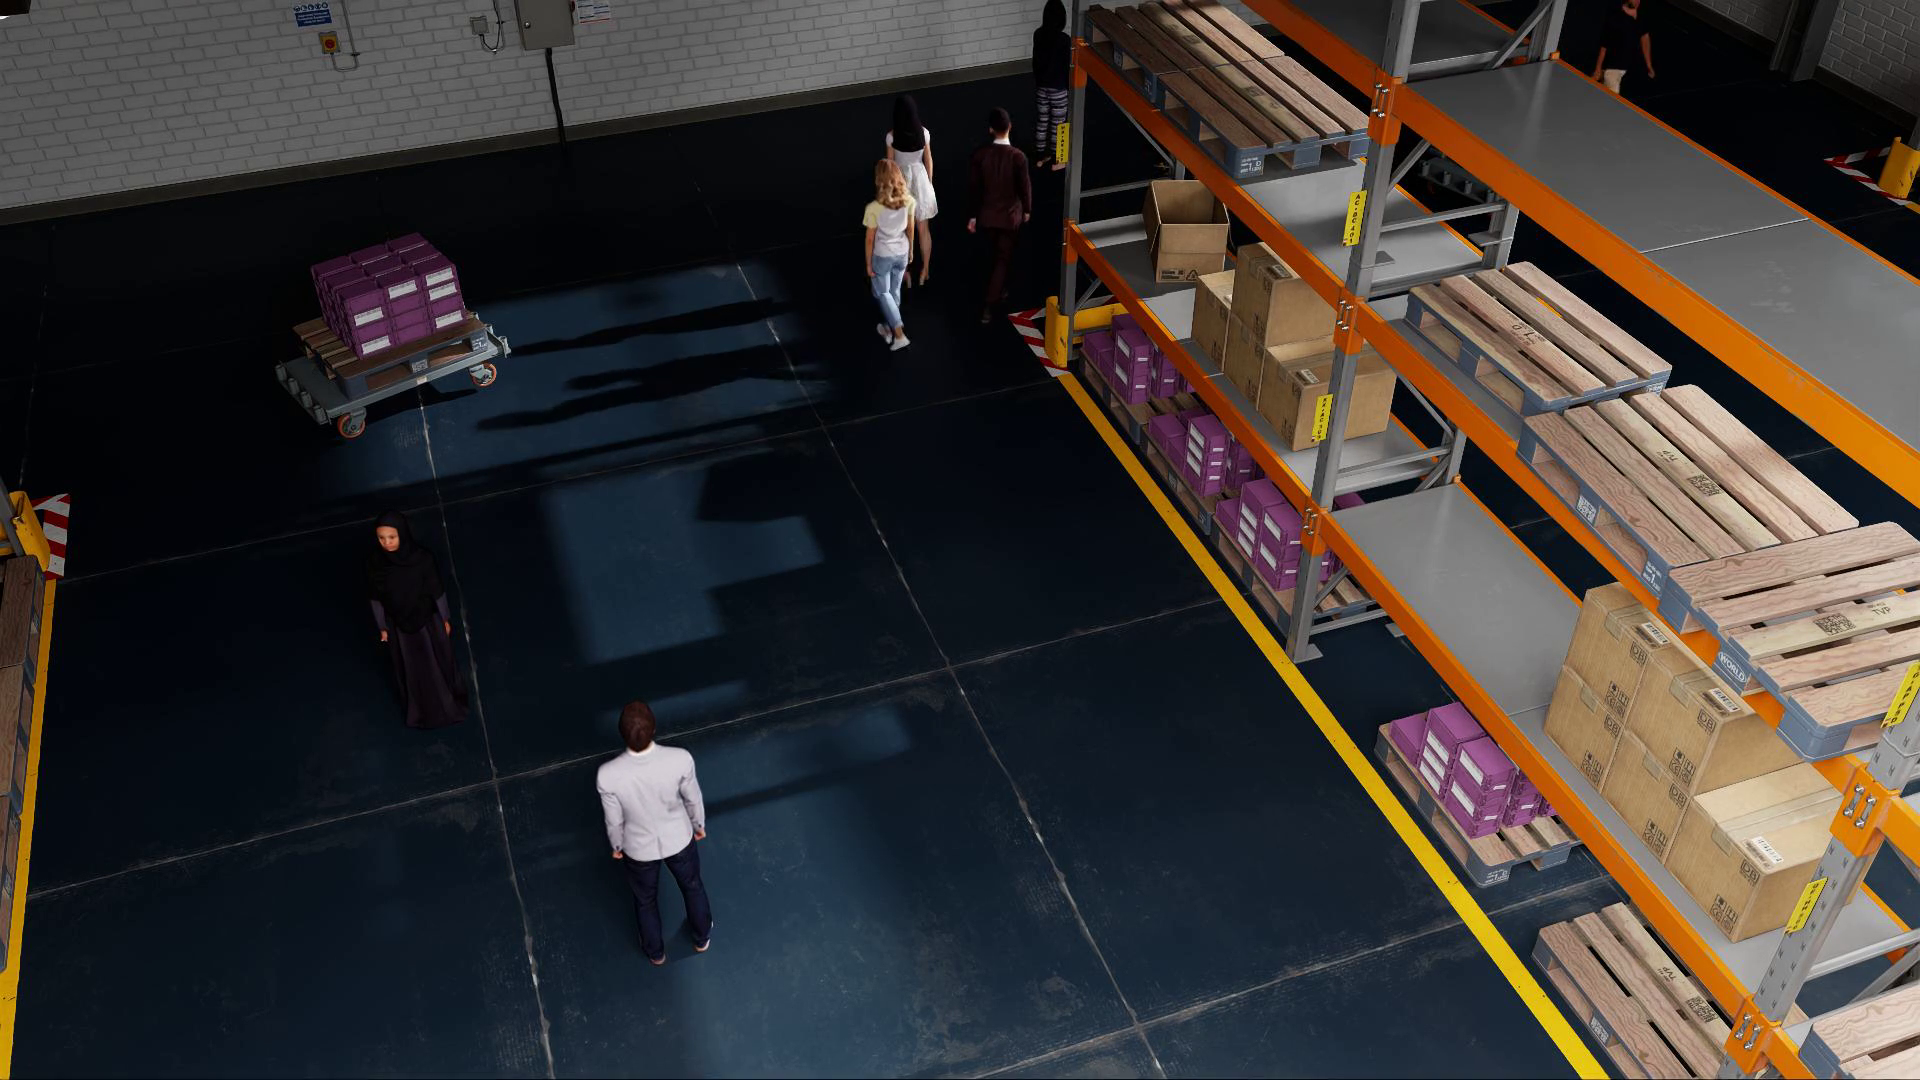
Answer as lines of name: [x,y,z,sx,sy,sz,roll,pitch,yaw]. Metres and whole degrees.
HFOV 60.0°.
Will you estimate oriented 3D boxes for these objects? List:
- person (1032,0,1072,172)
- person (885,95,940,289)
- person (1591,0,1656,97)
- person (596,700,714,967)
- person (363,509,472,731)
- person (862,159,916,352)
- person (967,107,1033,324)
person: [0.912,-4.503,16.447,0.647,1.733,0.748,24,44,27]
person: [-0.441,-3.053,14.600,0.684,1.773,0.679,-8,39,-9]
person: [6.516,-4.771,16.745,0.841,1.780,1.251,-23,44,-26]
person: [-1.599,1.555,8.766,0.669,1.853,0.561,-12,40,-14]
person: [-3.378,0.483,10.299,0.645,1.615,0.640,-6,39,-7]
person: [-0.535,-2.296,13.701,0.719,1.711,0.917,-19,43,-23]
person: [0.327,-2.700,14.116,1.128,1.826,1.205,15,41,18]
